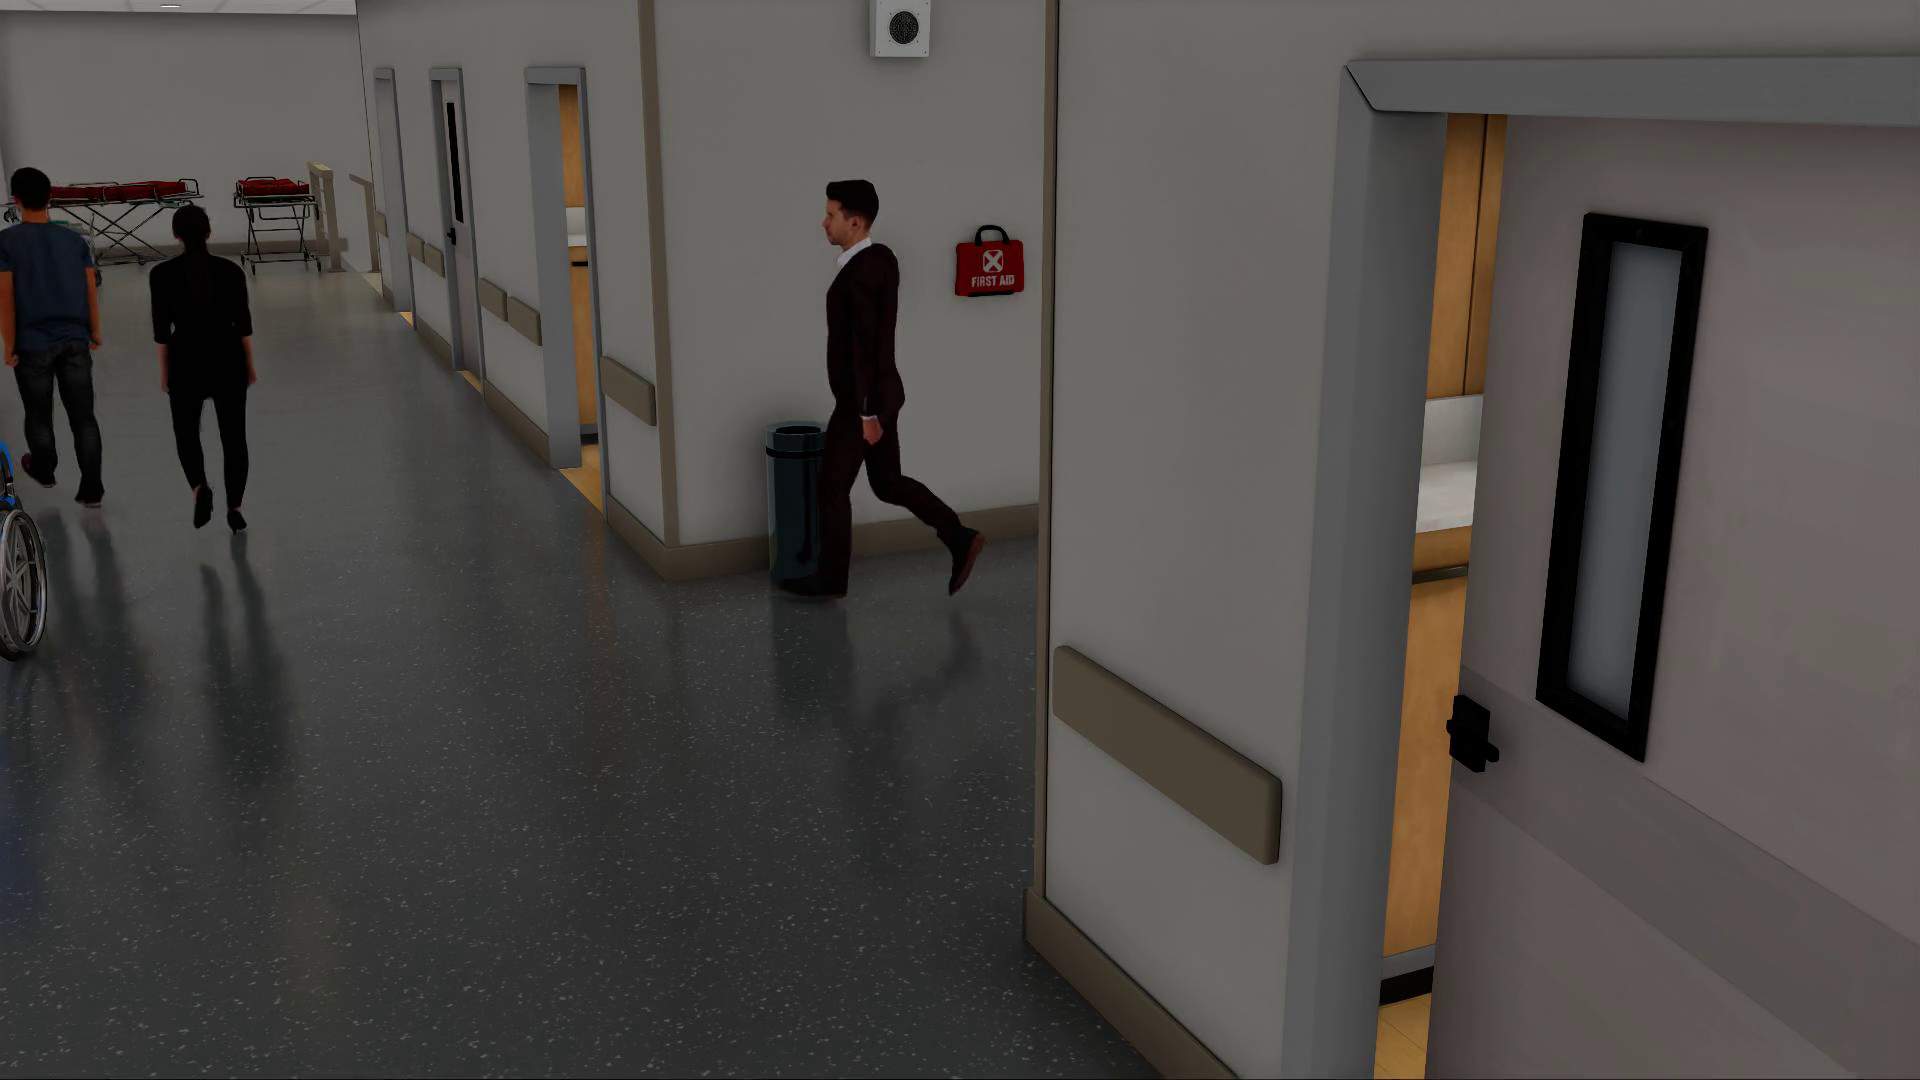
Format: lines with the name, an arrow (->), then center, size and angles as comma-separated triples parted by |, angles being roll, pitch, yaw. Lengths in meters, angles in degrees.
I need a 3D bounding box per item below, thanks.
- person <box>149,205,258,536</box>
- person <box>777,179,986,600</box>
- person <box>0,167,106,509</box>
person -> -3.714, -0.804, 8.227 | 0.595, 1.652, 0.674 | -7, 17, -23
person -> -0.323, -0.603, 7.178 | 1.182, 1.833, 1.194 | 4, 16, 13
person -> -4.747, -1.017, 8.759 | 0.906, 1.773, 1.205 | -14, 21, -41
